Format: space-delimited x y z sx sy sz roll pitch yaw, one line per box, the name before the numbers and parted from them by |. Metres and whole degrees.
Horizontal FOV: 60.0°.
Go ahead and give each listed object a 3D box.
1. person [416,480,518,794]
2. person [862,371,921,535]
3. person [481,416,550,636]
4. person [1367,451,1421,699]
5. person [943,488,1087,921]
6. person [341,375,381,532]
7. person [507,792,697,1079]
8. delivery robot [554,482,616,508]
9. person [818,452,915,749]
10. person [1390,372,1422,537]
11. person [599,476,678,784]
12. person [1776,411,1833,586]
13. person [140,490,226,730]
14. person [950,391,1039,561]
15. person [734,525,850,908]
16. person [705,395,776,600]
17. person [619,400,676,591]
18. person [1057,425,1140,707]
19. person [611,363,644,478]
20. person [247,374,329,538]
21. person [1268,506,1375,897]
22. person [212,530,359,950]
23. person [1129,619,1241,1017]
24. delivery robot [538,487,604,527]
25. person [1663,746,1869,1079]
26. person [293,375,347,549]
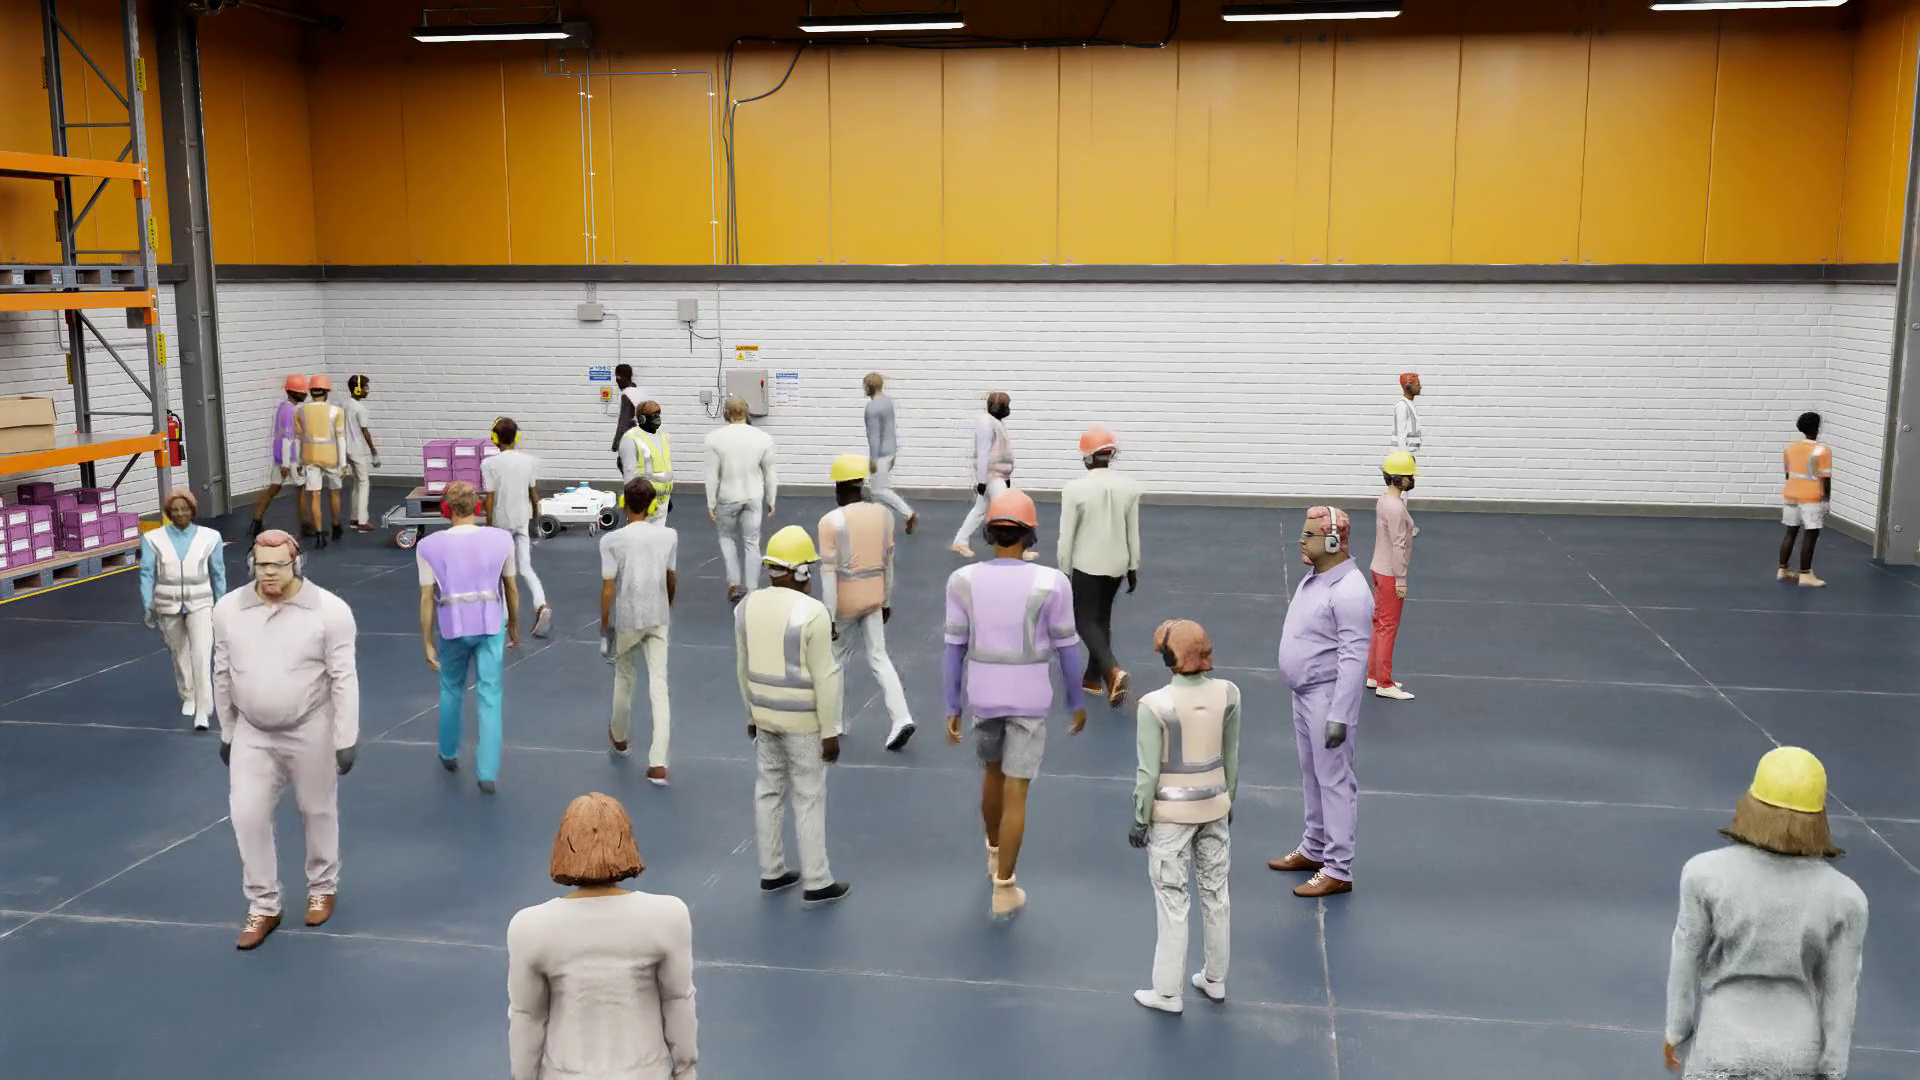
person | -2.923 0.545 9.905 0.579 1.804 0.904 -4 10 -21
person | -0.806 -0.956 18.890 0.702 1.921 0.637 2 9 12
person | -3.723 -0.114 13.915 0.524 1.845 0.834 -8 12 -40
person | 3.103 0.246 11.895 0.314 1.768 0.526 0 9 1
person | 0.282 0.753 8.009 0.637 2.009 0.881 4 10 22
person | -7.046 -1.013 19.488 0.381 1.843 0.543 -8 12 -41
person | -0.976 1.497 4.581 0.505 1.628 0.276 -1 9 -7
delivery robot | -4.431 -0.445 19.636 0.707 0.478 0.477 -2 9 -15
person | -0.636 0.384 10.626 0.592 1.897 0.915 -7 12 -37
person | 5.153 -0.988 19.184 0.354 1.884 0.576 4 10 22
person | -1.957 0.518 10.100 0.506 1.797 1.044 -4 10 -23
person | 8.176 -0.391 16.086 0.329 1.693 0.564 -3 10 -18
person | -5.182 0.457 11.128 0.507 1.590 0.882 -3 10 -20
person | 0.332 -0.677 17.555 0.971 1.800 0.634 2 9 13
person | -0.802 0.841 7.996 0.597 1.832 0.403 7 12 38
person | -2.005 -0.357 15.166 0.662 1.914 0.604 -3 10 -18
person | -2.904 -0.389 15.601 0.430 1.845 0.623 5 10 27
person | 1.000 0.186 11.665 0.624 1.971 0.855 -4 10 -24
person | -4.206 -1.303 21.122 0.526 1.887 0.617 -1 9 -4
person | -7.729 -0.942 18.913 0.852 1.888 0.563 -5 11 -29
person | 1.759 0.780 8.141 0.406 1.911 0.639 -1 9 -6
person | -3.068 0.890 7.536 0.673 1.877 0.732 -1 9 -4
person | 0.929 1.134 6.811 0.520 1.645 0.323 -5 10 -29
delivery robot | -4.468 -0.362 19.124 0.707 0.478 0.477 0 9 -2
person | 2.253 1.434 4.669 0.488 1.717 0.668 3 10 15
person | -7.119 -0.890 18.548 0.558 1.884 0.965 -3 10 -16
